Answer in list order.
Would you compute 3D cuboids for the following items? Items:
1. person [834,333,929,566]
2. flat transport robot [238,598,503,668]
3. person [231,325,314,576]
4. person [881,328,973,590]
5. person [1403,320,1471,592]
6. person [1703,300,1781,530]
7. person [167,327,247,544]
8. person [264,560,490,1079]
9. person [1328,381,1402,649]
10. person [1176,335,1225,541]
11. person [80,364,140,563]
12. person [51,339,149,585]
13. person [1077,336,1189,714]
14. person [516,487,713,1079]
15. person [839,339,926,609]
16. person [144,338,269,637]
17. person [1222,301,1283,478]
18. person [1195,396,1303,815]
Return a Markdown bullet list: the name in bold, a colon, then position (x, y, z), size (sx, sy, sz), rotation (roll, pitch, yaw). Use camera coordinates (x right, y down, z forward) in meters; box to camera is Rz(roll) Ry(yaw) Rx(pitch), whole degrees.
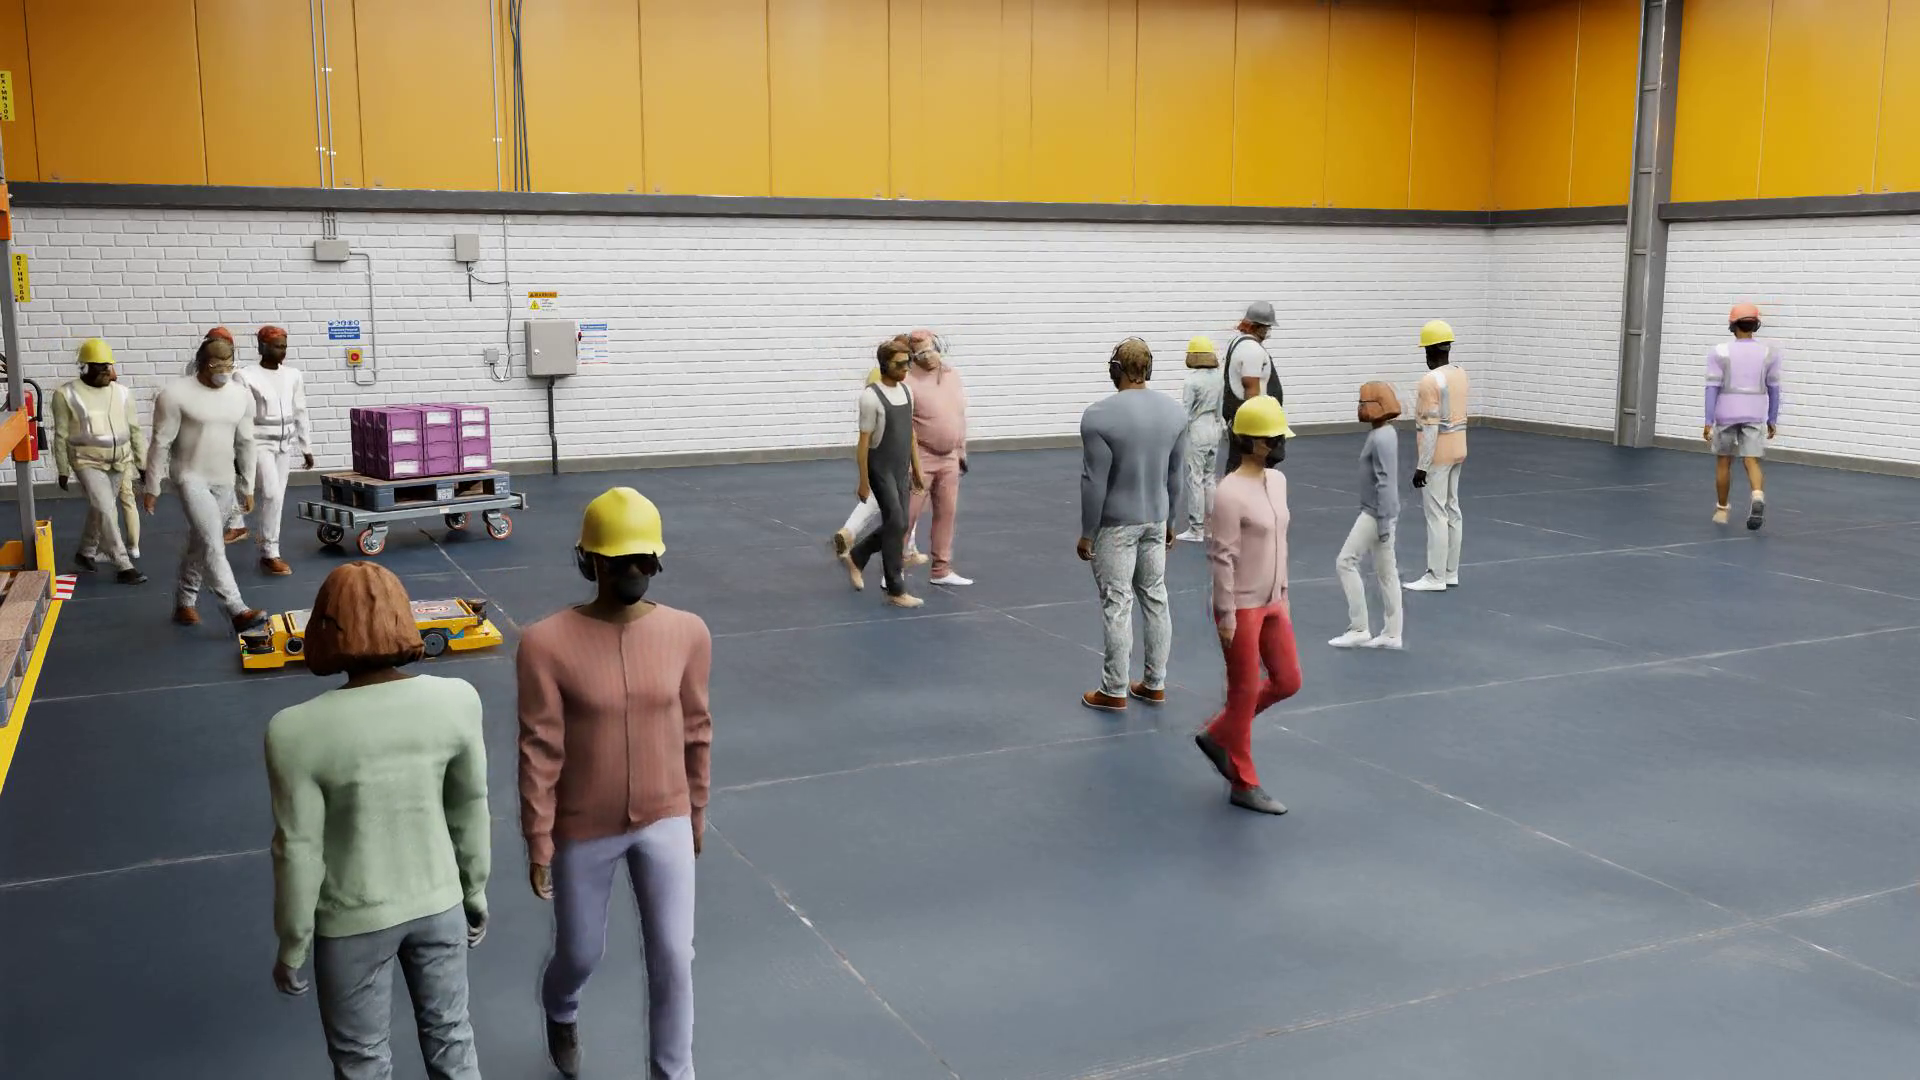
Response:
- **person**: position (-0.555, -0.655, 12.584), size (0.778, 1.811, 0.638), rotation (-9, 13, -43)
- **flat transport robot**: position (-3.517, 0.539, 9.916), size (1.431, 0.197, 0.652), rotation (-4, 10, -25)
- **person**: position (-5.109, -0.666, 12.459), size (0.643, 1.861, 0.571), rotation (5, 10, 27)
- **person**: position (-0.259, -0.573, 11.864), size (0.758, 1.879, 0.489), rotation (-8, 12, -42)
- **person**: position (3.384, -0.589, 11.806), size (0.383, 1.922, 0.587), rotation (8, 12, 41)
- **person**: position (6.868, -1.085, 14.592), size (0.623, 2.023, 0.853), rotation (2, 9, 12)
- **person**: position (-6.074, -0.816, 13.566), size (0.615, 1.818, 0.994), rotation (1, 9, 3)
- **person**: position (-1.287, 0.856, 3.735), size (0.507, 1.631, 0.267), rotation (-9, 13, -43)
- **person**: position (2.427, -0.142, 9.970), size (0.564, 1.609, 0.516), rotation (3, 10, 19)
- **person**: position (2.000, -0.853, 14.024), size (0.346, 1.740, 0.498), rotation (8, 12, 42)
- **person**: position (-6.671, -0.637, 12.997), size (0.280, 1.634, 0.498), rotation (4, 10, 22)
- **person**: position (-6.335, -0.587, 12.244), size (0.970, 1.785, 0.599), rotation (6, 11, 31)
- **person**: position (0.870, -0.073, 8.557), size (0.632, 1.940, 0.372), rotation (-5, 11, -31)
- **person**: position (-0.912, 0.709, 4.350), size (0.525, 1.742, 0.770), rotation (-5, 10, -26)
- **person**: position (-0.545, -0.459, 11.321), size (0.702, 1.821, 0.524), rotation (6, 11, 32)
- **person**: position (-4.707, -0.334, 10.425), size (1.049, 1.851, 0.694), rotation (5, 11, 30)
- **person**: position (2.606, -1.140, 14.859), size (0.539, 2.000, 0.777), rotation (-1, 9, -3)
- **person**: position (1.213, 0.266, 6.989), size (0.415, 1.754, 0.542), rotation (7, 12, 39)
